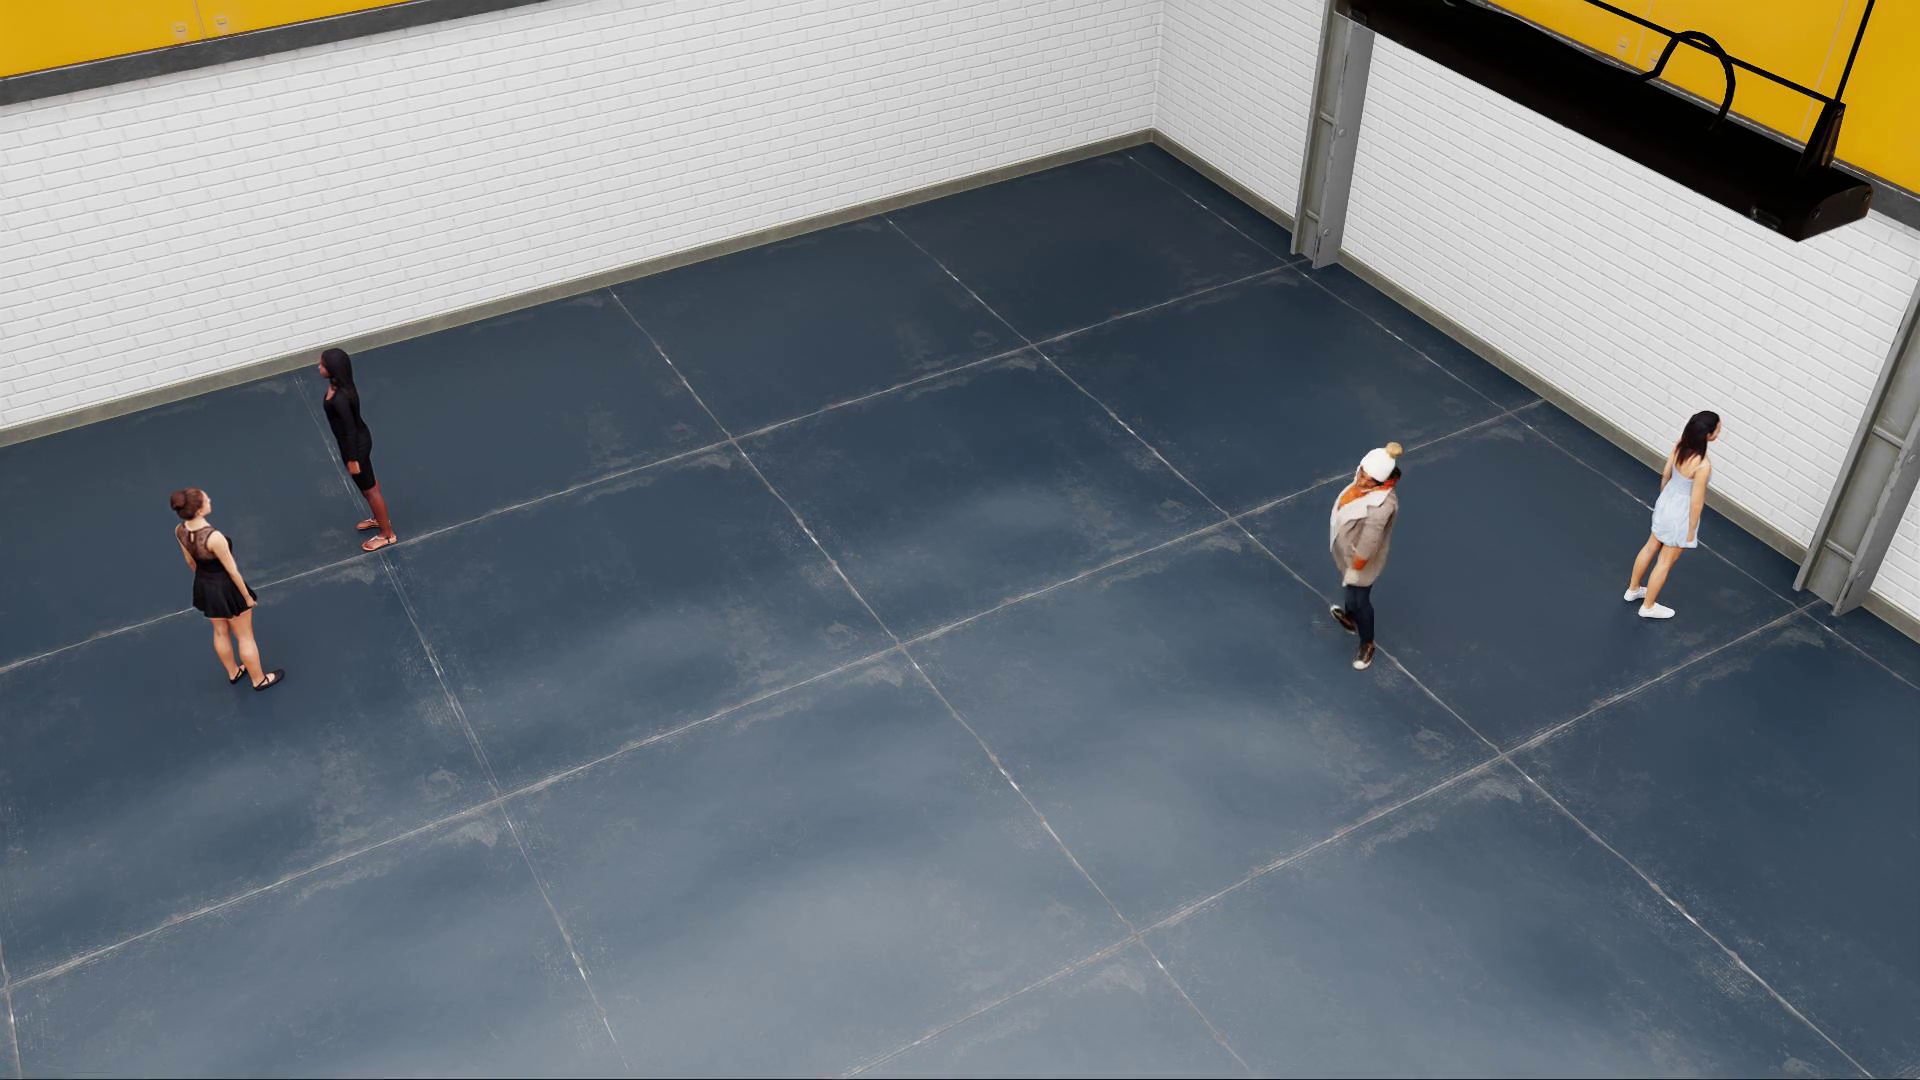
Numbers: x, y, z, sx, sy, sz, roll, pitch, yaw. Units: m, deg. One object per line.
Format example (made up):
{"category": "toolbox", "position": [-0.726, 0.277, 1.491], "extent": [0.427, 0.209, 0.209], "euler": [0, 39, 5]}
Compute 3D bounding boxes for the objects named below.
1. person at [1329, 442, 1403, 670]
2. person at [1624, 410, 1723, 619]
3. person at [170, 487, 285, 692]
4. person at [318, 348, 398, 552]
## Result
{"category": "person", "position": [2.829, -0.029, 11.578], "extent": [1.030, 1.866, 0.915], "euler": [13, 41, 16]}
{"category": "person", "position": [5.119, -0.200, 11.902], "extent": [0.714, 1.730, 0.575], "euler": [-7, 39, -8]}
{"category": "person", "position": [-5.021, 0.326, 11.287], "extent": [0.661, 1.675, 0.741], "euler": [16, 41, 19]}
{"category": "person", "position": [-4.568, -0.701, 12.536], "extent": [0.696, 1.721, 0.473], "euler": [-15, 41, -18]}
